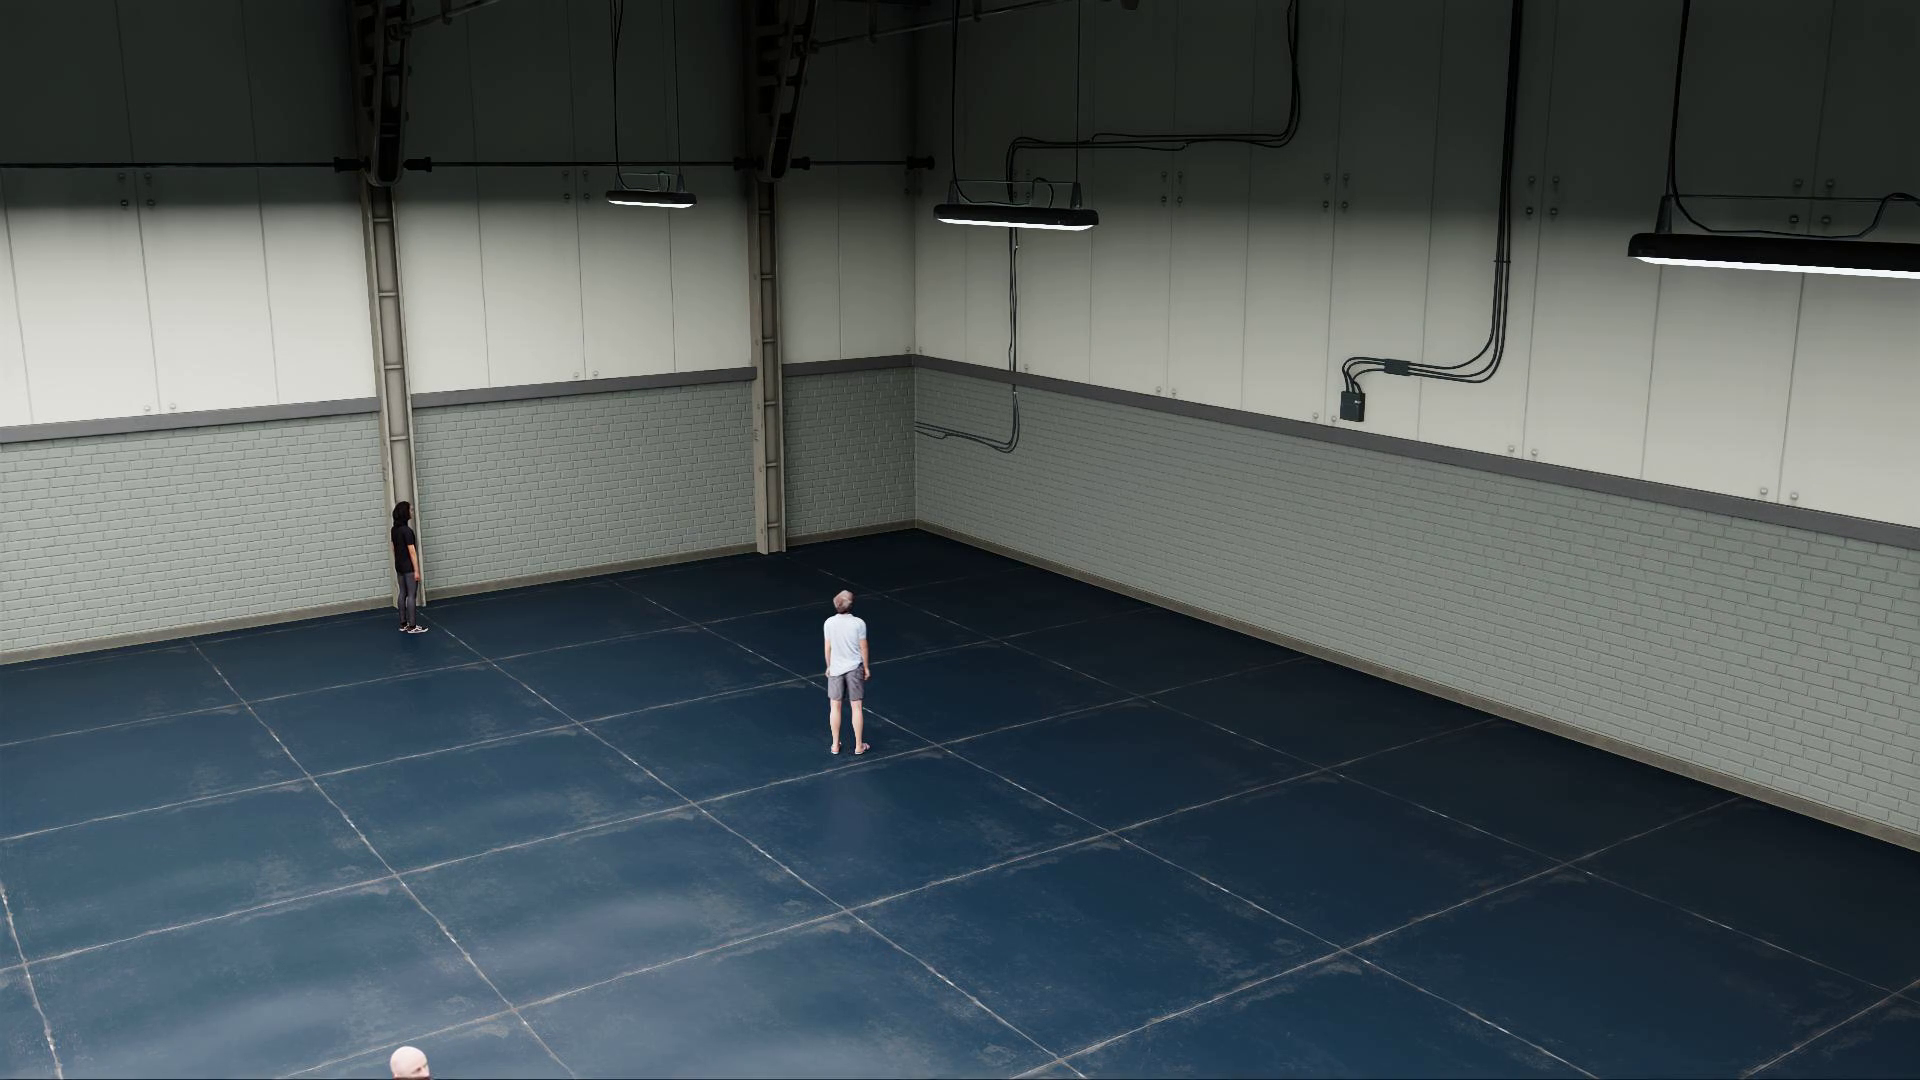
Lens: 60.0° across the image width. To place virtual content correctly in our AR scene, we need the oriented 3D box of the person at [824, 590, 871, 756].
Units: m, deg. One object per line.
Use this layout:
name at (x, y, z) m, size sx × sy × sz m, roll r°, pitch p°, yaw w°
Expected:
person at (-1.248, 1.441, 18.192) m, size 0.726 × 1.832 × 0.795 m, roll 2°, pitch 13°, yaw 7°

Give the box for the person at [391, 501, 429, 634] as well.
person at (-7.619, 0.357, 22.867) m, size 0.691 × 1.835 × 0.609 m, roll 11°, pitch 17°, yaw 39°

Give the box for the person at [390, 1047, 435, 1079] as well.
person at (-2.950, 3.570, 8.989) m, size 0.829 × 1.836 × 0.720 m, roll 5°, pitch 14°, yaw 21°
